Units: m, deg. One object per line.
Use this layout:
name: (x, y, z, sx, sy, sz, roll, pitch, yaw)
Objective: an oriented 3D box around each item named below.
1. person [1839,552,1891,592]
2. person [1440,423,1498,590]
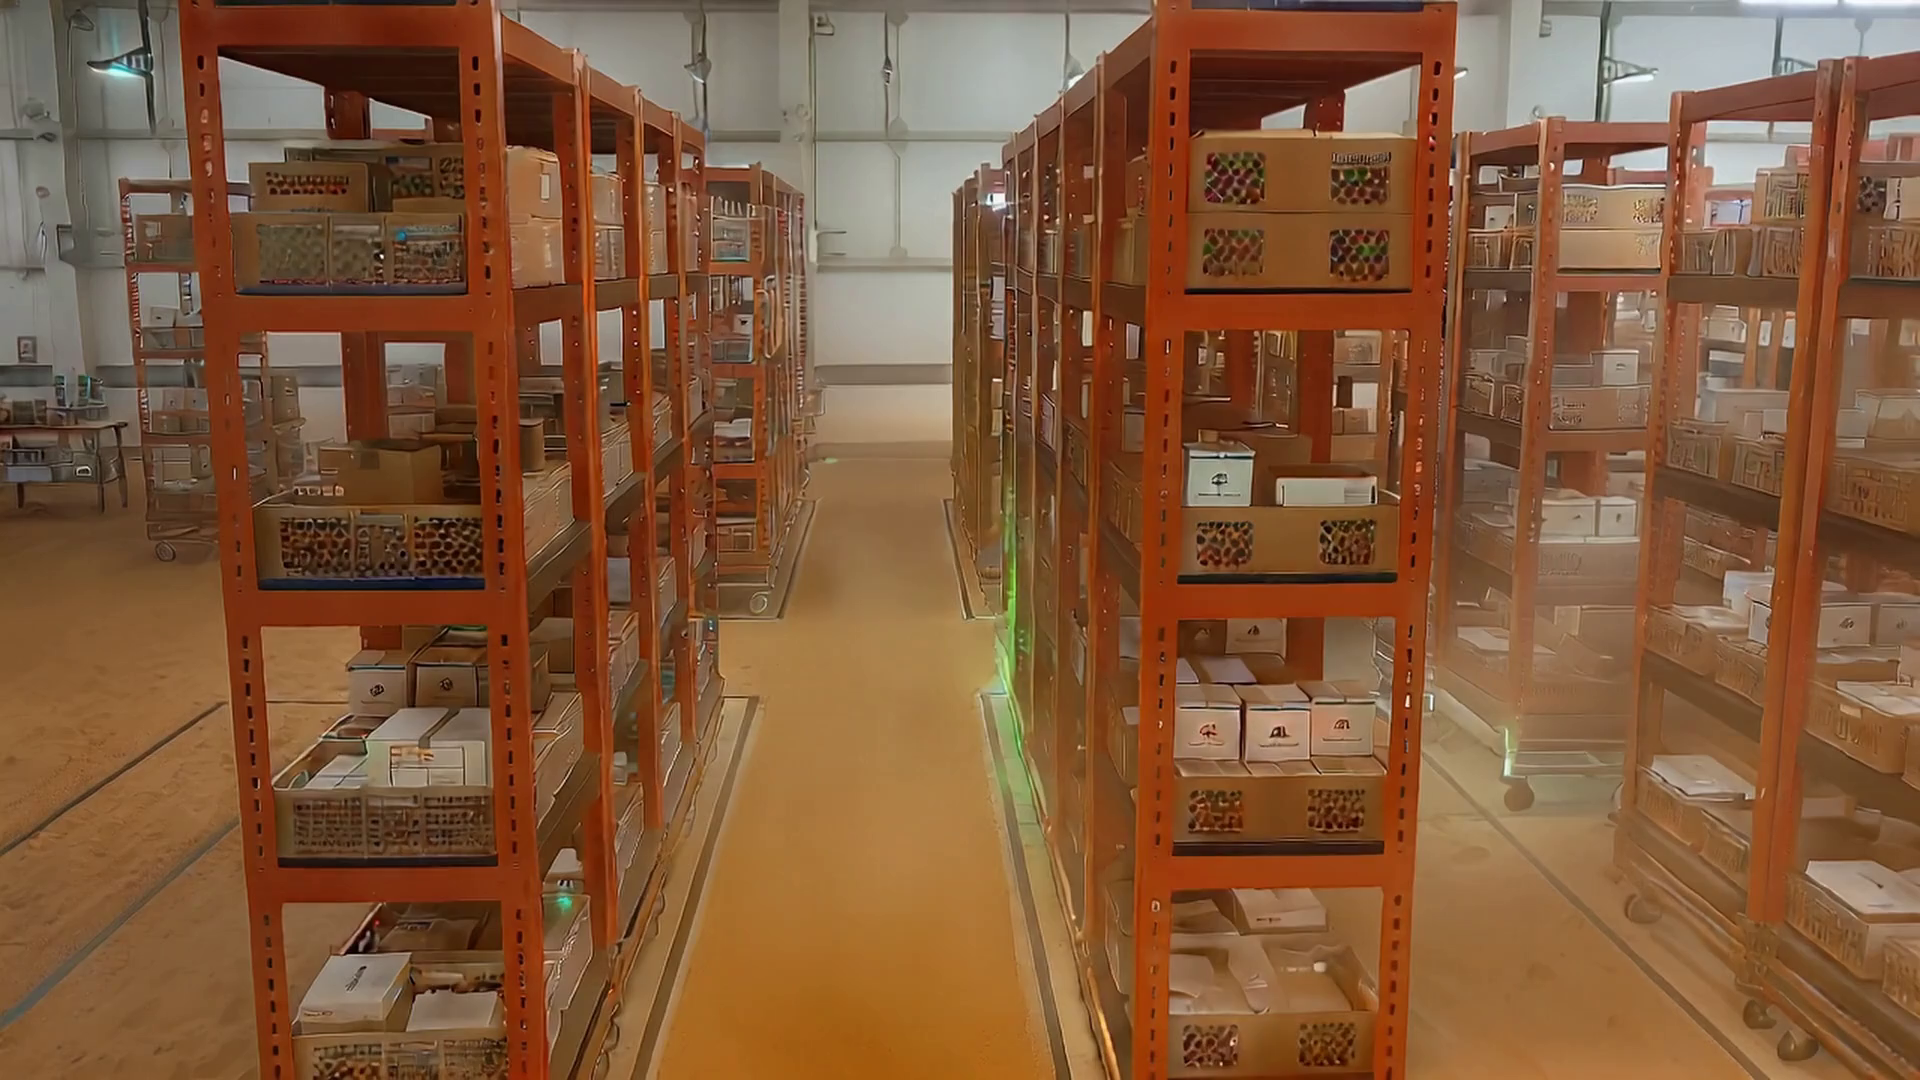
person: (6.723, -0.069, 12.248, 0.633, 1.824, 0.403, -5, 11, -26)
person: (4.386, -0.451, 14.355, 0.576, 1.829, 0.456, -1, 10, -6)
